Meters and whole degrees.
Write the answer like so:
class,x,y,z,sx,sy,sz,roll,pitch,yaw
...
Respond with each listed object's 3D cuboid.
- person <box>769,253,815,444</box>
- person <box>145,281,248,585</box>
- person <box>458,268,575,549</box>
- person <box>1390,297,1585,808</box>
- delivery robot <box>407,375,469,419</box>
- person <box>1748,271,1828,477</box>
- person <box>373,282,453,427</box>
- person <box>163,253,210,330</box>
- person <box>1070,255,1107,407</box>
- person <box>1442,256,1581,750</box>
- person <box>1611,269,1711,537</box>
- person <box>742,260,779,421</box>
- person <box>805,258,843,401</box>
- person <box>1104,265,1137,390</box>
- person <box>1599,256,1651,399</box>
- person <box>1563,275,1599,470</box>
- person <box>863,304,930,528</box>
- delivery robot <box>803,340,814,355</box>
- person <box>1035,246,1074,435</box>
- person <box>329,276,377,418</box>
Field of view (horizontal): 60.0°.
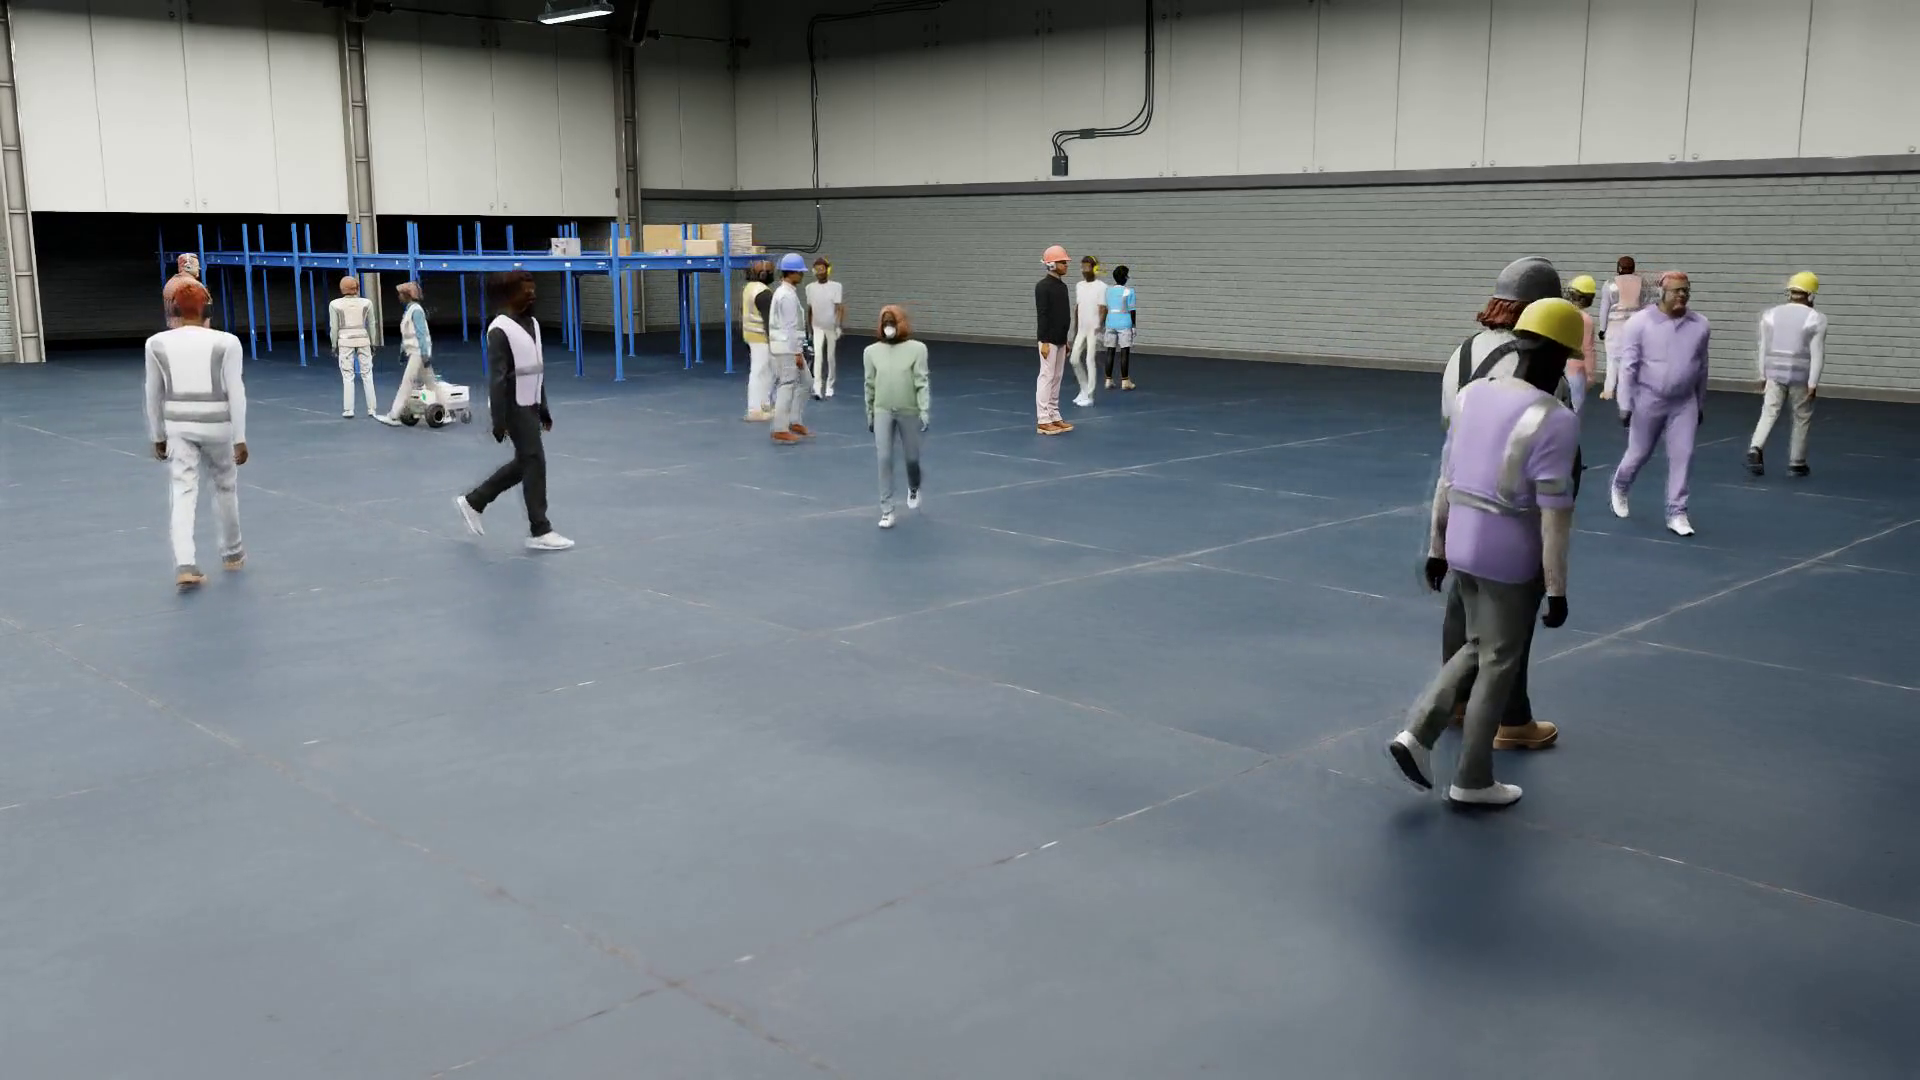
class,x,y,z,sx,sy,sz,roll,pitch,yaw
person,-1.663,-1.944,16.936,0.607,1.923,0.642,-2,11,-9
person,-4.687,-0.665,10.226,0.593,1.838,0.976,-2,11,-10
person,-3.058,-0.894,11.295,0.780,1.900,0.589,1,10,5
person,1.960,0.072,6.041,0.540,1.886,0.640,-4,11,-22
delivery robot,-5.874,-1.608,18.712,0.477,0.478,0.707,6,12,29
person,7.225,-1.440,14.528,0.804,1.812,0.585,-9,14,-40
person,-6.041,-2.029,18.301,0.878,1.585,0.530,-5,11,-25
person,-8.865,-2.350,19.220,0.642,1.905,0.399,6,12,31
person,1.577,-2.595,20.653,0.401,1.862,0.547,-10,14,-44
person,2.328,-0.152,6.973,0.536,2.000,0.679,-3,11,-16
person,5.069,-1.020,12.064,0.655,1.879,0.867,0,10,0
person,-2.230,-2.293,19.128,0.564,1.824,0.623,-3,11,-18
person,-1.760,-2.738,21.595,0.498,1.814,1.006,0,10,1
person,2.205,-2.931,22.949,0.541,1.695,0.315,8,13,36
person,8.602,-2.756,21.600,0.624,1.845,0.429,1,10,3
person,5.533,-1.509,15.027,0.407,1.752,0.535,-2,11,-10
person,-0.456,-0.938,12.300,0.500,1.614,0.662,1,10,7
delivery robot,-2.348,-2.894,25.015,0.335,0.223,0.698,3,11,16
person,1.012,-2.150,17.869,0.376,1.997,0.612,5,12,27
person,-7.066,-2.247,19.386,0.516,1.636,0.314,-6,12,-30
